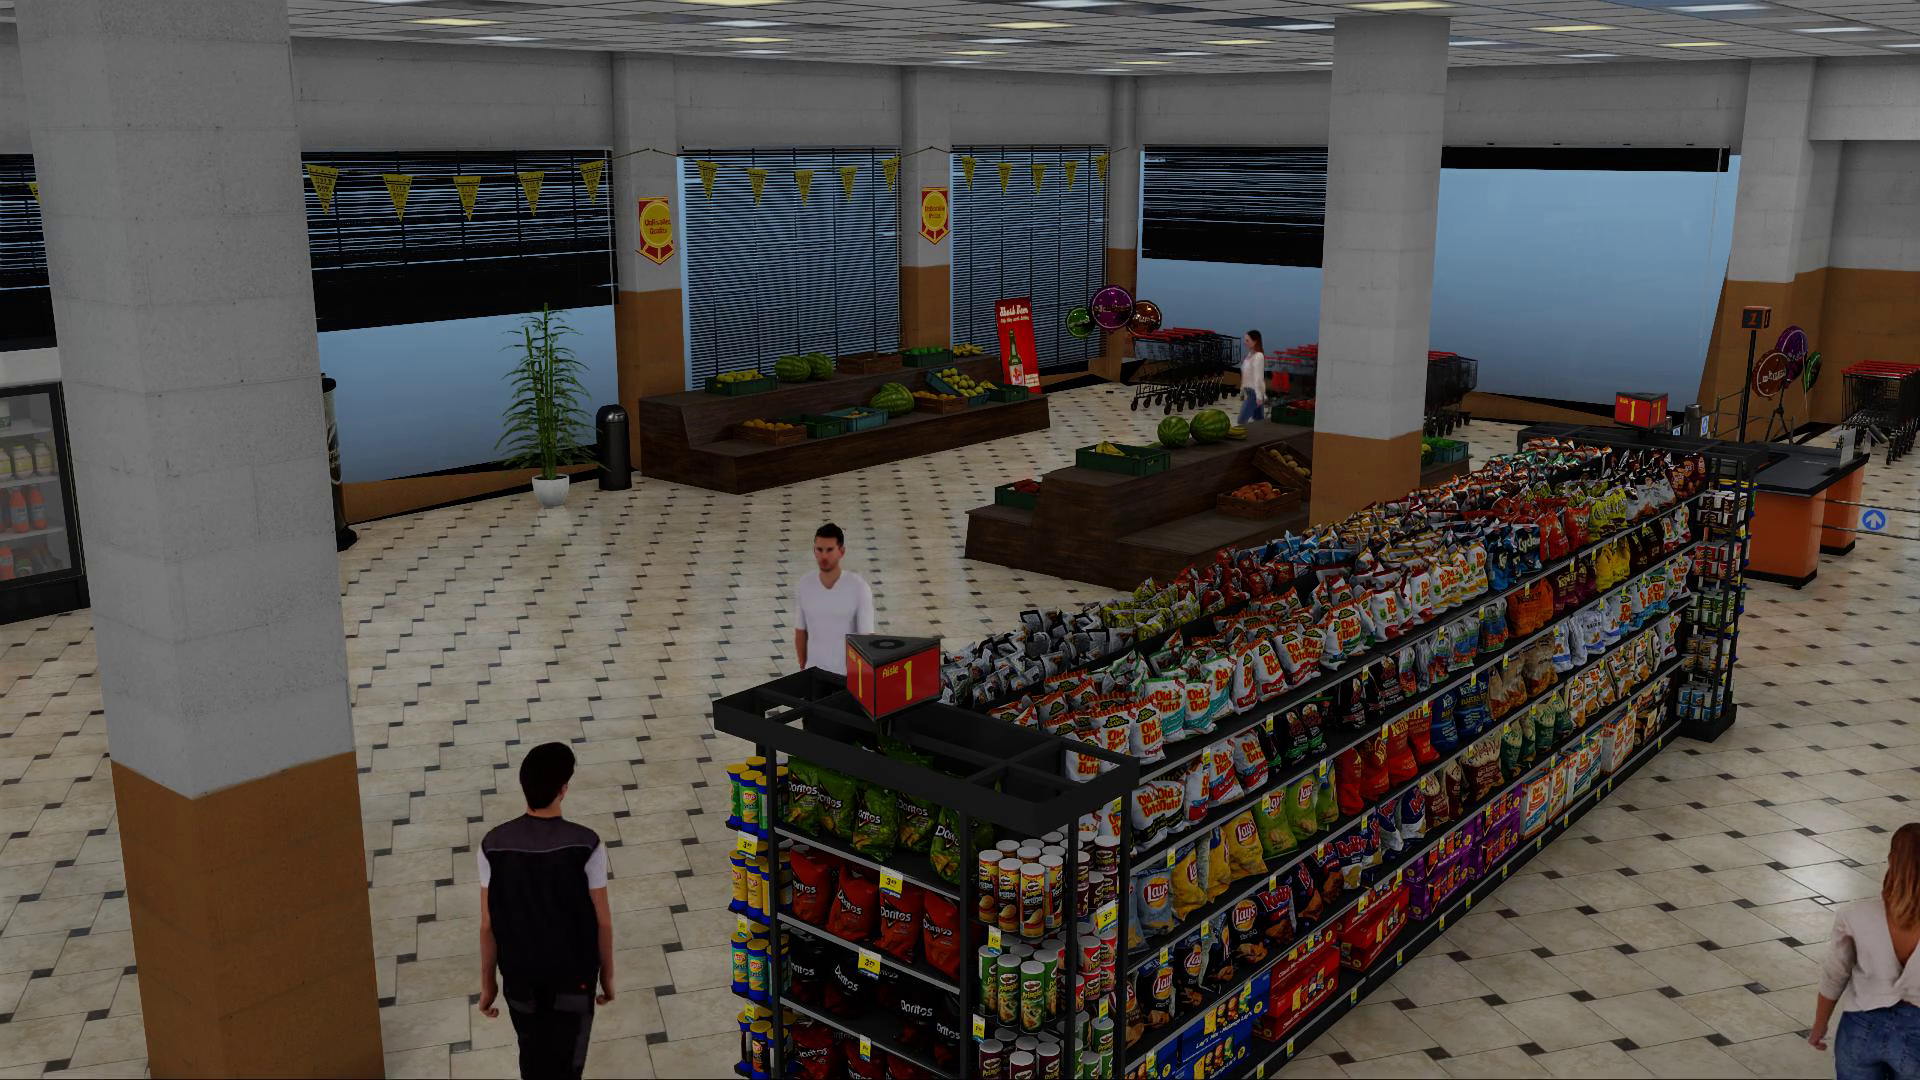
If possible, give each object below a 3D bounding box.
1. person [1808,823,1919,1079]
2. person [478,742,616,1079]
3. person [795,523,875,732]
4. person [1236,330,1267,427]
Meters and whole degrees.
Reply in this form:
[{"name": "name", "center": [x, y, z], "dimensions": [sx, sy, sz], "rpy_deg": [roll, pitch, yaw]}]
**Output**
[{"name": "person", "center": [3.279, 1.850, 5.895], "dimensions": [0.747, 1.697, 1.008], "rpy_deg": [8, 16, 29]}, {"name": "person", "center": [-1.558, 1.704, 6.276], "dimensions": [1.151, 1.801, 1.252], "rpy_deg": [-1, 14, -4]}, {"name": "person", "center": [-0.718, 0.796, 10.013], "dimensions": [1.058, 1.804, 1.308], "rpy_deg": [3, 14, 12]}, {"name": "person", "center": [3.799, -1.801, 20.999], "dimensions": [0.959, 1.673, 0.905], "rpy_deg": [0, 14, 1]}]
